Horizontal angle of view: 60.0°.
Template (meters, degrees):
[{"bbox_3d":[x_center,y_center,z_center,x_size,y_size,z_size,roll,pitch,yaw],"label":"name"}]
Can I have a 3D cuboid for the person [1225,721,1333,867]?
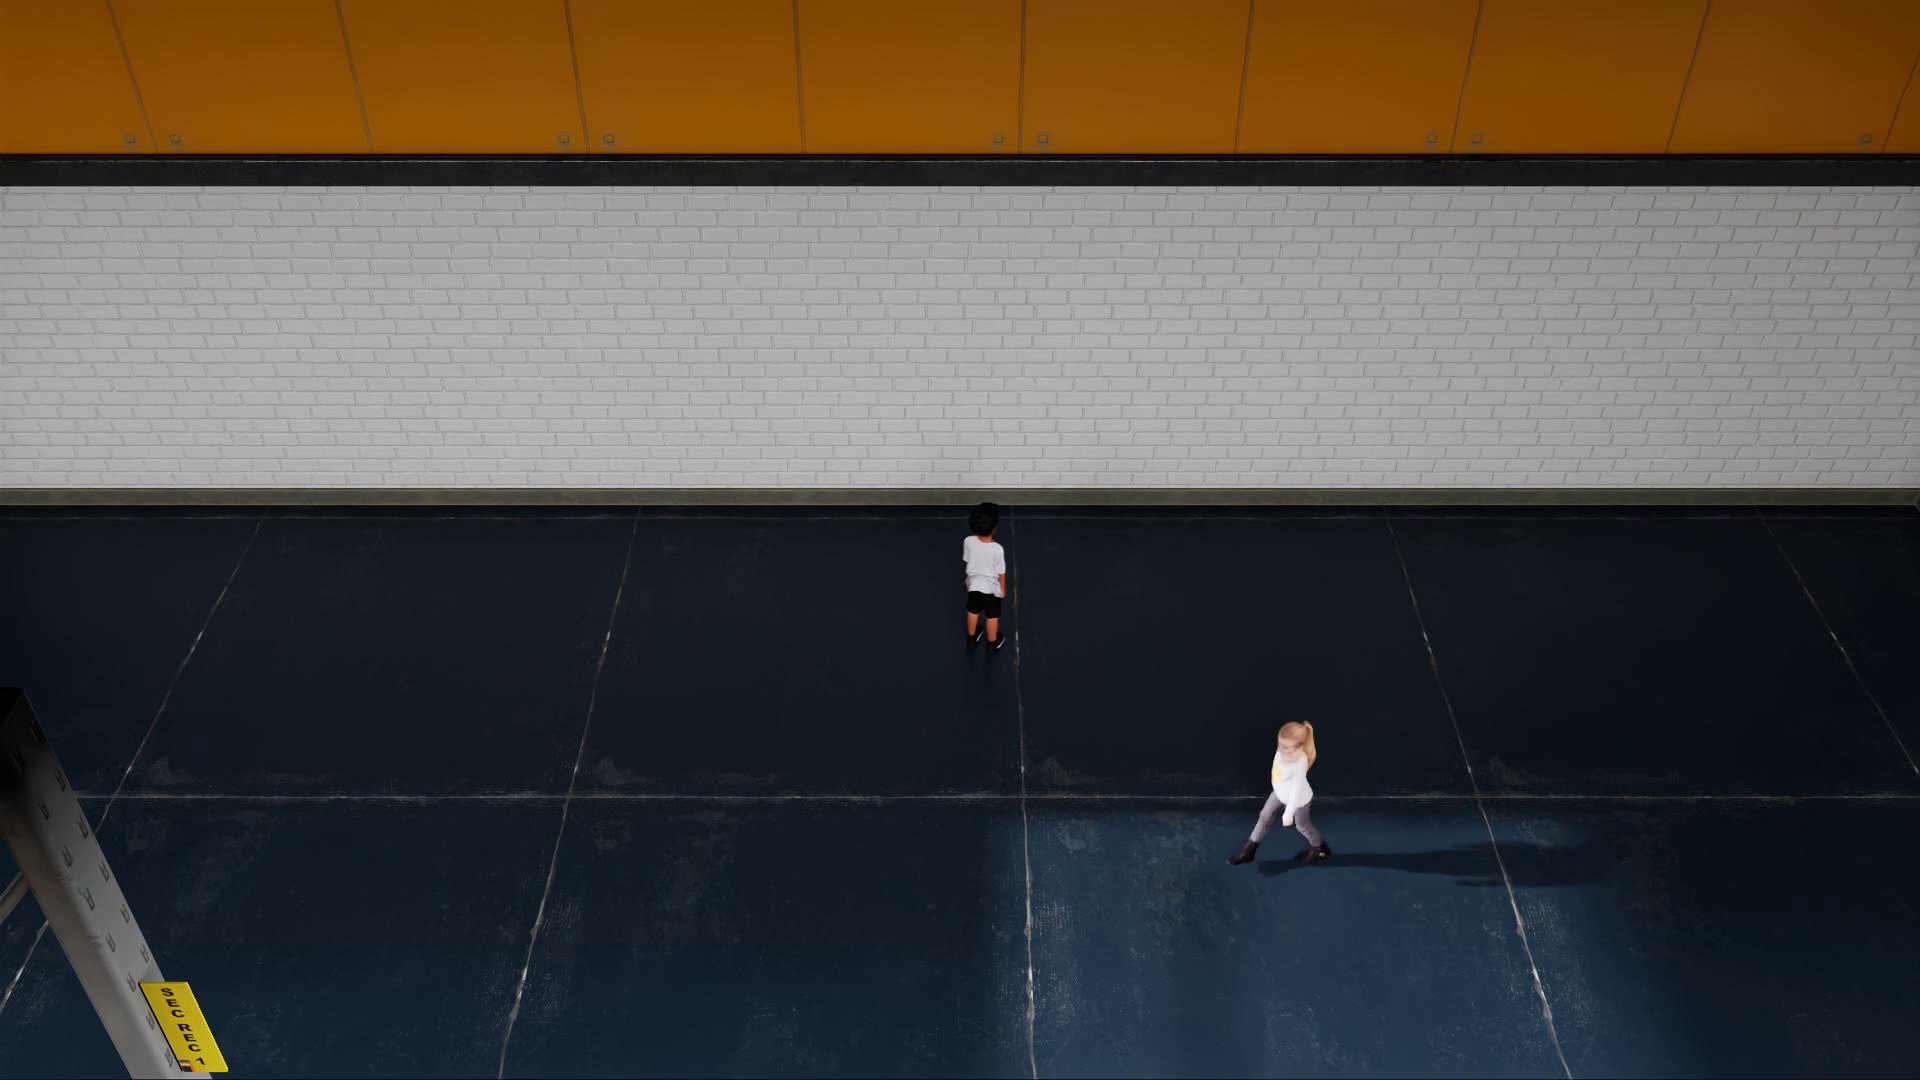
[{"bbox_3d":[2.091,1.547,10.144,0.724,1.251,0.903,-6,39,-8],"label":"person"}]

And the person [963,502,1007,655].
[{"bbox_3d":[0.175,0.280,11.726,0.562,1.256,0.604,20,43,23],"label":"person"}]
